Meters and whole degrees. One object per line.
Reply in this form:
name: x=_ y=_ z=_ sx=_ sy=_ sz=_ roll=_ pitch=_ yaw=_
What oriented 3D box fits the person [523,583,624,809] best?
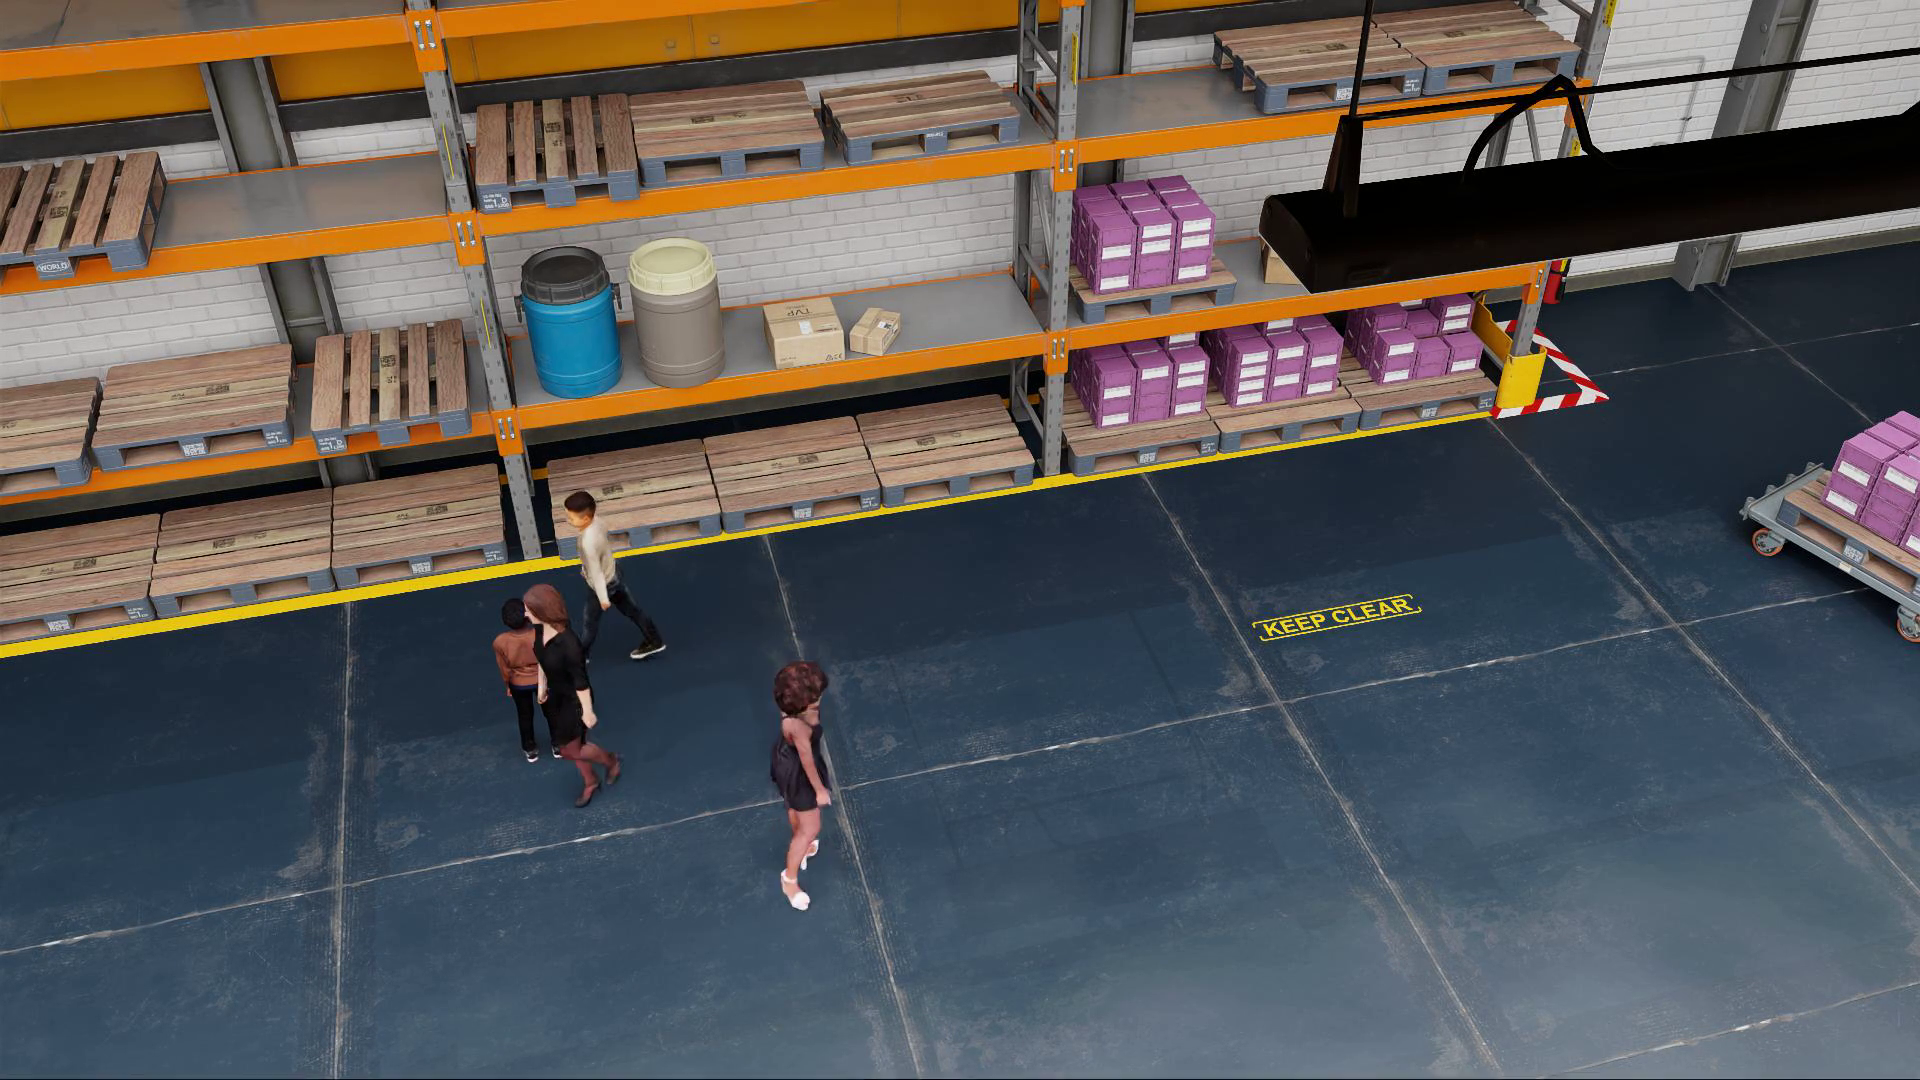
person: x=-2.256 y=0.910 z=9.914 sx=0.794 sy=1.688 sz=0.744 roll=-31 pitch=48 yaw=-33

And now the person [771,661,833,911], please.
person: x=-0.920 y=1.272 z=9.397 sx=0.592 sy=1.768 sz=0.682 roll=-22 pitch=43 yaw=-25

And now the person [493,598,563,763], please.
person: x=-2.665 y=0.868 z=10.315 sx=0.416 sy=1.252 sz=0.581 roll=-7 pitch=39 yaw=-9

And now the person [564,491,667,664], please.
person: x=-2.265 y=0.261 z=10.935 sx=1.021 sy=1.428 sz=0.672 roll=-4 pitch=39 yaw=-5
